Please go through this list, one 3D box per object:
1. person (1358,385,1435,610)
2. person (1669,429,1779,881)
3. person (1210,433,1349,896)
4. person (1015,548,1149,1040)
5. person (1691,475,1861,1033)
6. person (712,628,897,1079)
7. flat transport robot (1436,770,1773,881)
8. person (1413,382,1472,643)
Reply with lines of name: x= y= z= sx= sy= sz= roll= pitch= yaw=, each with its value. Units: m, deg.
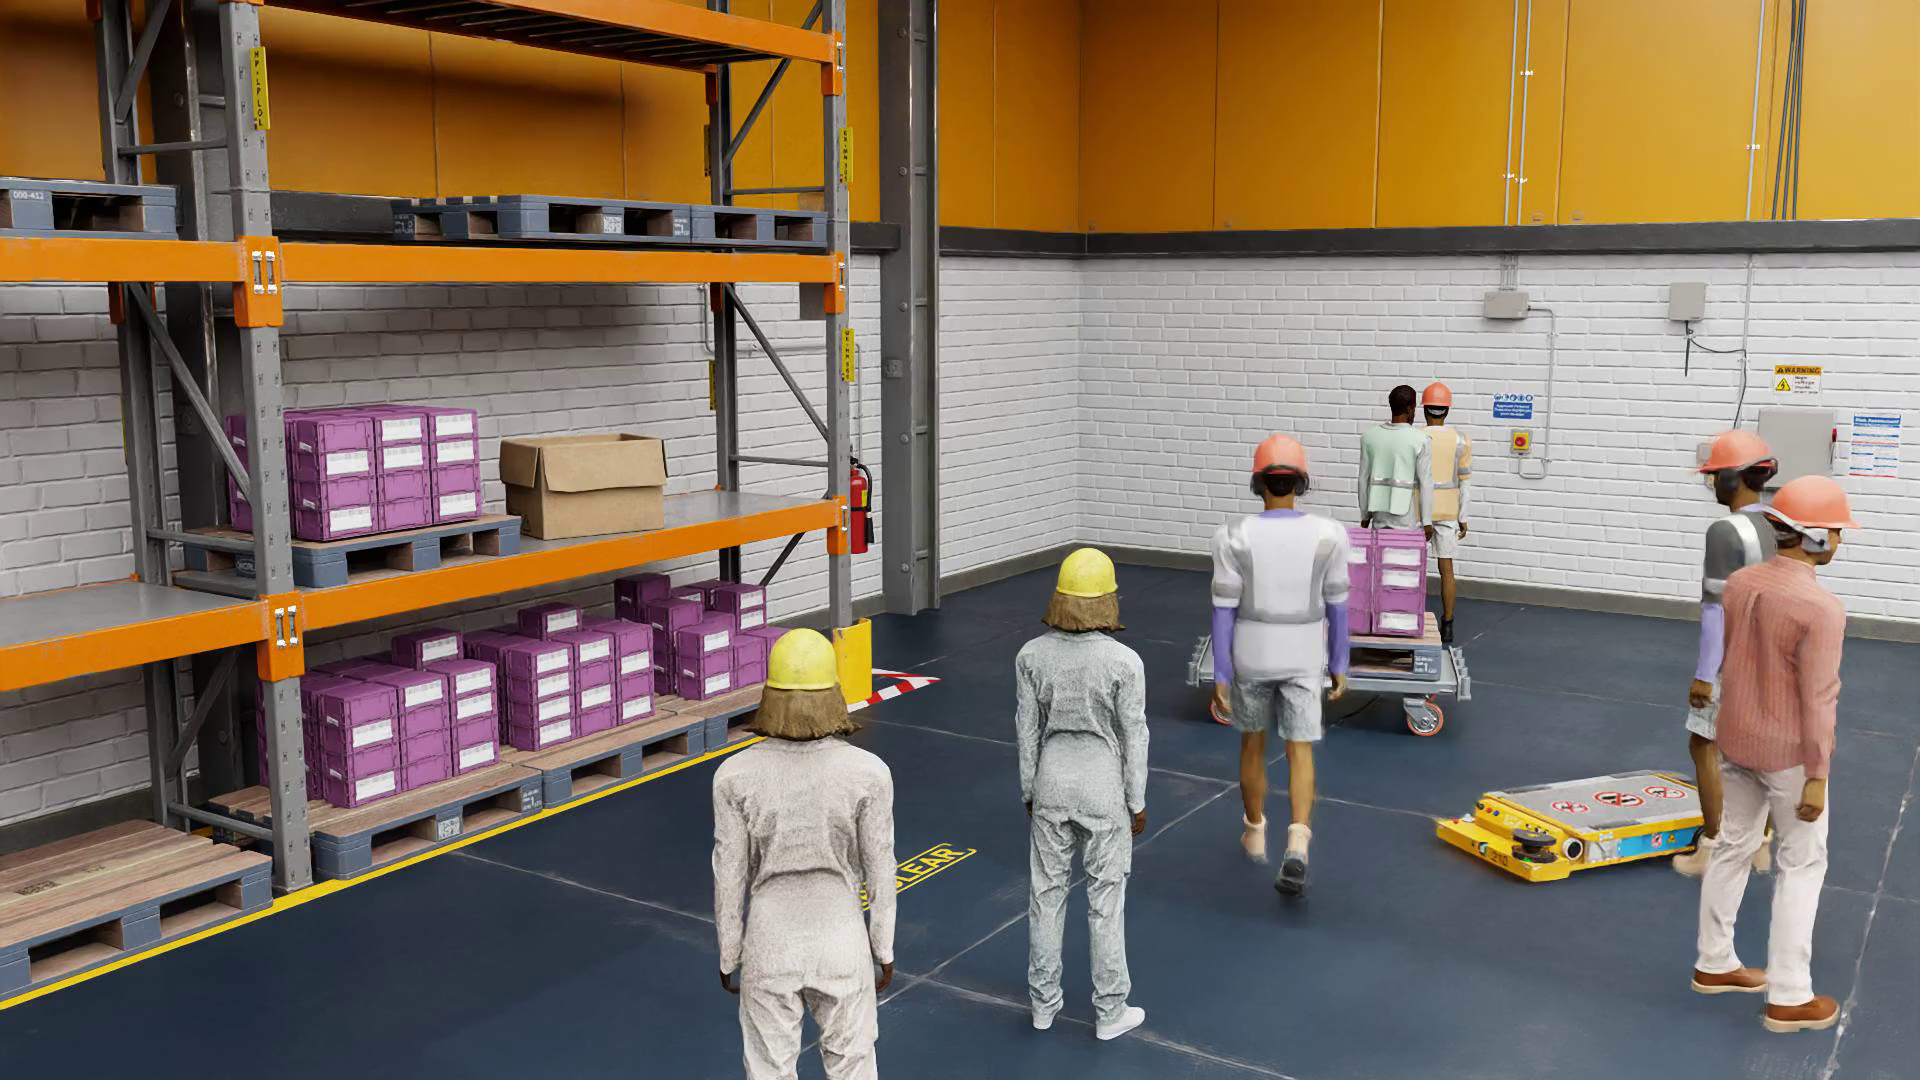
person: x=3.232 y=-0.191 z=12.355 sx=0.600 sy=1.917 sz=0.377 roll=9 pitch=12 yaw=44
person: x=3.444 y=0.527 z=7.411 sx=0.615 sy=2.029 sz=0.428 roll=-7 pitch=11 yaw=-37
person: x=1.407 y=0.534 z=7.342 sx=0.614 sy=2.011 sz=0.911 roll=1 pitch=9 yaw=5
person: x=0.437 y=0.891 z=5.888 sx=0.487 sy=1.744 sz=0.294 roll=4 pitch=10 yaw=24
person: x=2.971 y=0.751 z=6.024 sx=0.405 sy=1.983 sz=0.619 roll=-2 pitch=9 yaw=-12
person: x=-0.418 y=1.102 z=4.526 sx=0.492 sy=1.740 sz=0.325 roll=-1 pitch=9 yaw=-5
flat transport robot: x=3.040 y=1.324 z=7.839 sx=1.431 sy=0.197 sz=0.652 roll=-4 pitch=9 yaw=-22
person: x=3.498 y=-0.200 z=12.351 sx=0.553 sy=1.935 sz=0.361 roll=0 pitch=9 yaw=1
